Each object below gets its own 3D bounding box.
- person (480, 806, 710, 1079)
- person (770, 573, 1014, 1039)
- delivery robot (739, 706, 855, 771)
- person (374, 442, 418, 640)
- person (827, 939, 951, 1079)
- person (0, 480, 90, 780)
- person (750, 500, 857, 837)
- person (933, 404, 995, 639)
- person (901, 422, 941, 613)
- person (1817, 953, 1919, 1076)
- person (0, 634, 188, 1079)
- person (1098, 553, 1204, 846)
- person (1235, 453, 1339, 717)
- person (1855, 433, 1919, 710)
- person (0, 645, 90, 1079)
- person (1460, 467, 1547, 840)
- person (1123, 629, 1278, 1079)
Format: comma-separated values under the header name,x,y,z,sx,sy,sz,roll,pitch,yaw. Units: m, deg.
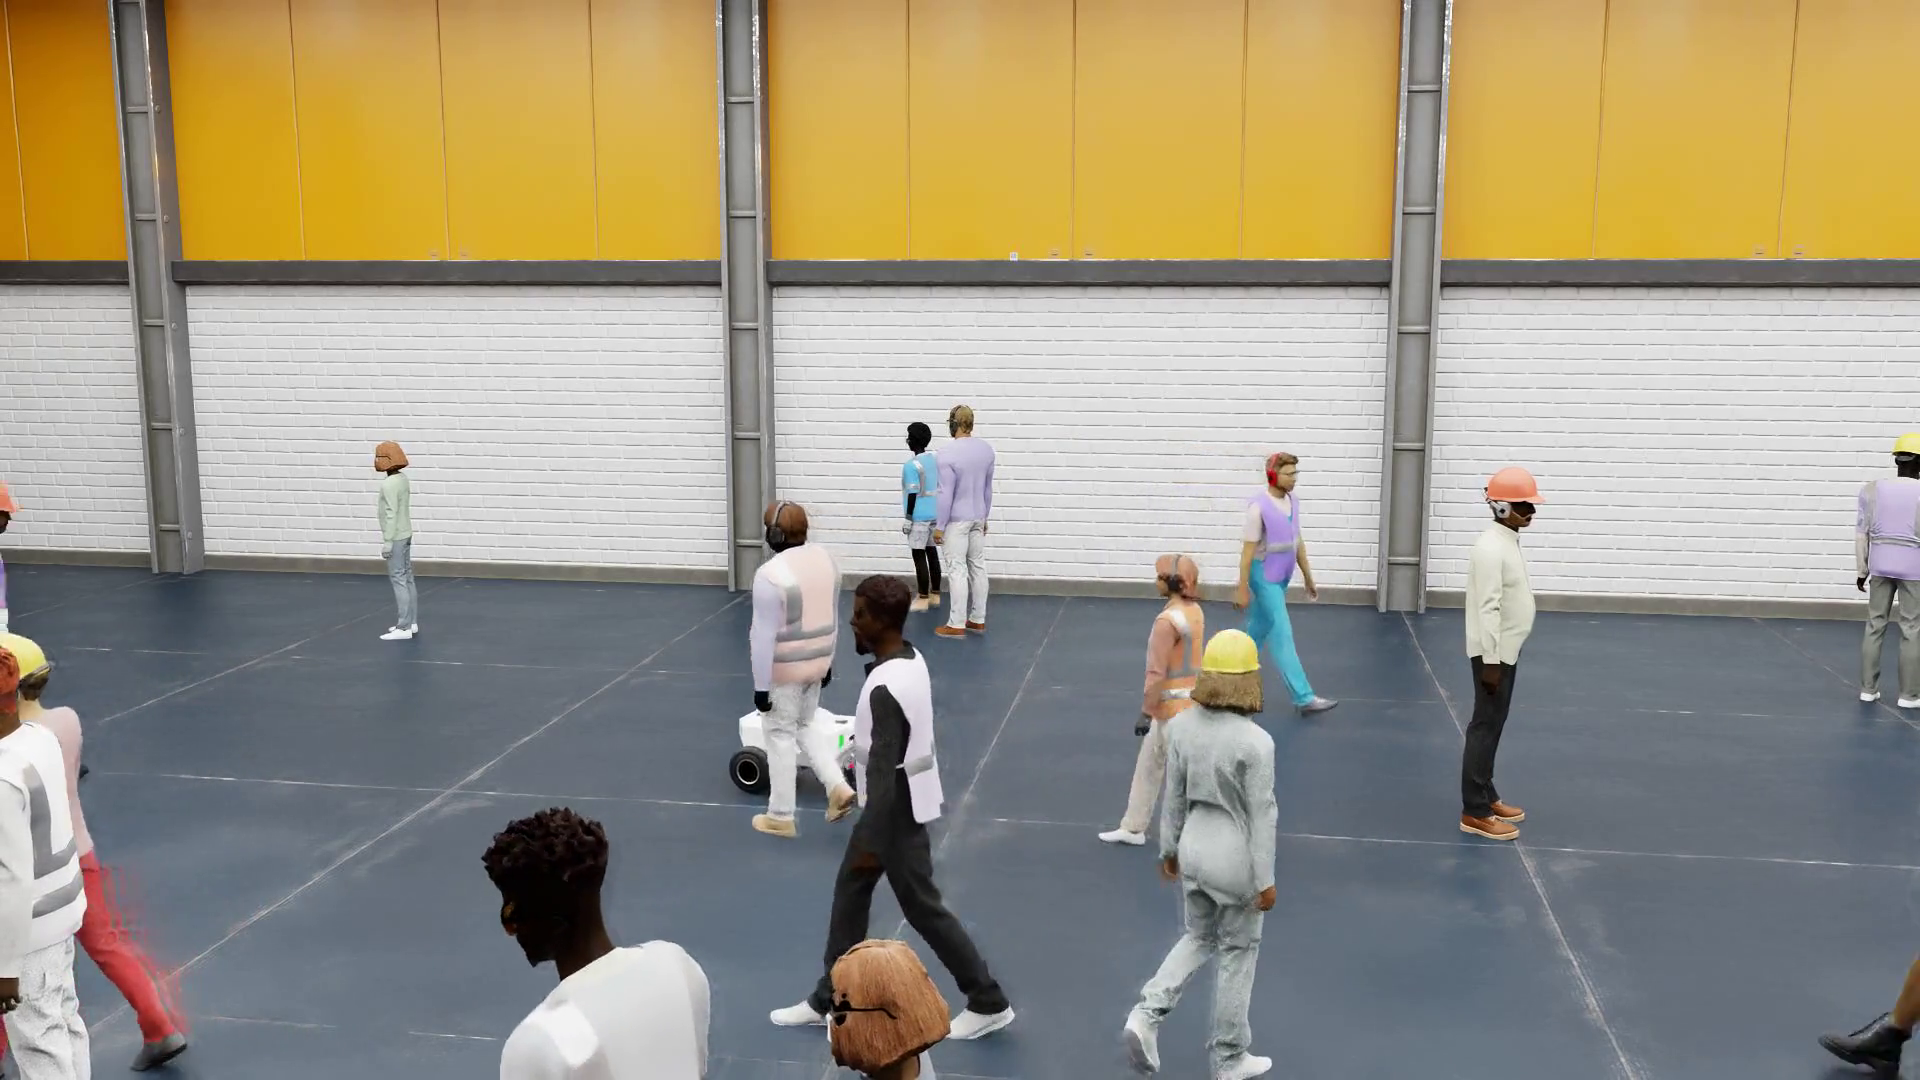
name,x,y,z,sx,sy,sz,roll,pitch,yaw
person,-0.772,1.503,3.570,0.798,1.916,0.619,6,11,34
person,-0.245,1.056,6.519,0.978,1.877,0.603,0,9,2
delivery robot,-0.918,1.140,9.723,0.707,0.478,0.477,5,10,22
person,-4.662,0.003,13.730,0.272,1.632,0.507,-1,9,-4
person,-0.146,1.646,3.597,0.266,1.631,0.507,-1,9,-7
person,-5.587,0.593,9.409,0.599,1.880,1.004,9,13,44
person,-0.874,0.696,8.845,0.506,1.832,0.644,6,11,34
person,0.020,-0.153,13.751,0.364,1.939,0.636,8,12,42
person,-0.347,-0.203,14.804,0.319,1.695,0.538,5,10,28
person,3.649,1.122,6.009,0.948,1.893,0.542,1,9,9
person,-3.370,1.184,6.176,0.904,1.723,0.525,1,9,9
person,1.148,0.859,8.542,0.846,1.604,0.513,3,10,20
person,2.211,0.296,11.418,0.951,1.794,0.579,7,11,36
person,6.533,0.214,11.557,0.381,1.918,0.585,-8,12,-40
person,-2.987,1.245,5.294,0.361,1.886,0.574,-3,10,-17
person,2.917,0.594,8.970,0.390,1.992,0.624,4,10,25
person,0.908,1.194,6.125,0.530,1.730,0.494,-7,12,-37
